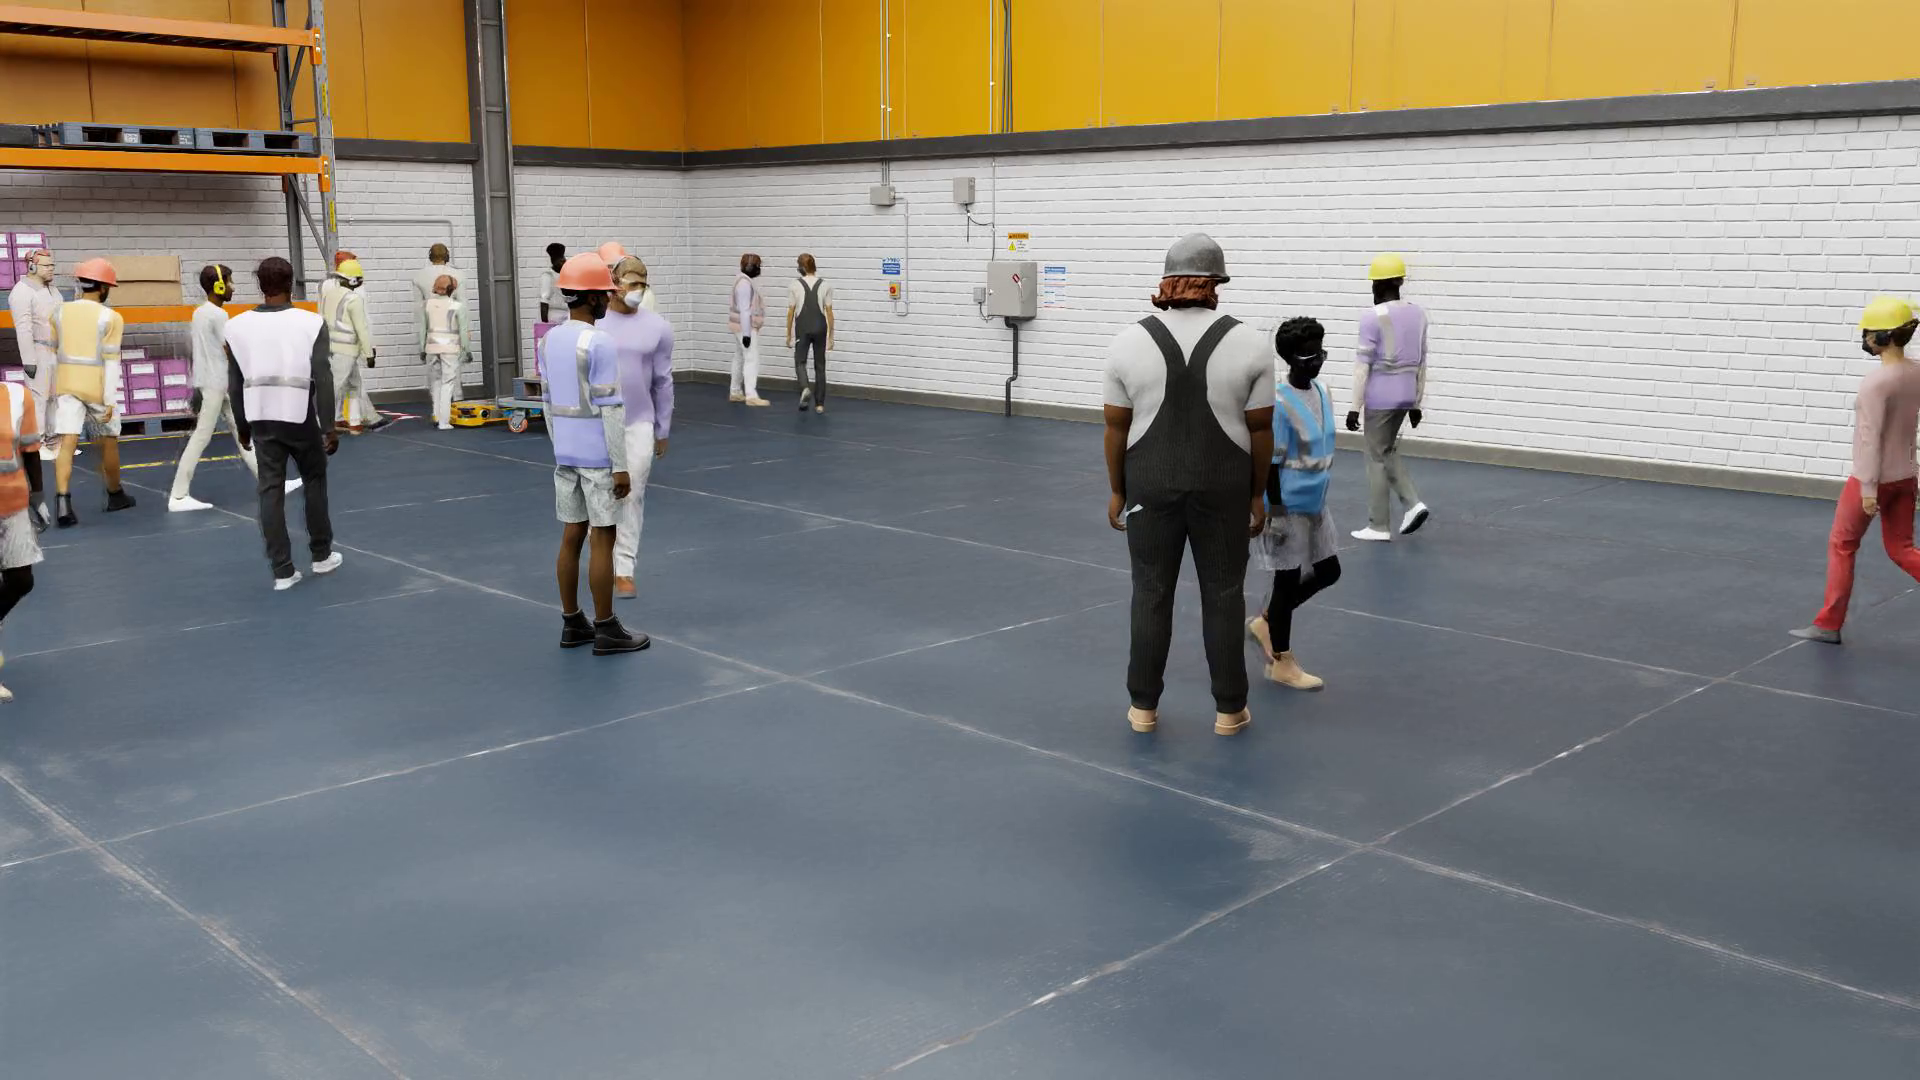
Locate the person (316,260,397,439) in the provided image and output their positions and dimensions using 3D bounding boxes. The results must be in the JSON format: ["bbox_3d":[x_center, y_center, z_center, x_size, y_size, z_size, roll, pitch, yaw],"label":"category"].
[{"bbox_3d":[-6.154,-1.921,16.745,0.604,1.774,0.943,10,14,43],"label":"person"}]

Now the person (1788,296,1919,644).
[{"bbox_3d":[4.509,-0.302,8.016,0.525,1.743,0.786,-6,12,-30],"label":"person"}]

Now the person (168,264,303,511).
[{"bbox_3d":[-5.475,-1.133,12.396,1.020,1.796,0.501,-7,13,-35],"label":"person"}]

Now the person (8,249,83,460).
[{"bbox_3d":[-8.281,-1.673,15.077,0.398,1.900,0.635,0,10,-1],"label":"person"}]

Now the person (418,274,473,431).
[{"bbox_3d":[-5.359,-1.957,17.381,0.526,1.621,0.554,3,11,14],"label":"person"}]

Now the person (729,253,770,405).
[{"bbox_3d":[-2.552,-2.534,20.004,0.445,1.827,0.646,-2,11,-10],"label":"person"}]

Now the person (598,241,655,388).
[{"bbox_3d":[-2.705,-1.370,13.192,0.638,1.975,0.516,-2,11,-13],"label":"person"}]

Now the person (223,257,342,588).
[{"bbox_3d":[-3.932,-0.702,9.768,0.628,1.888,0.818,-1,10,-5],"label":"person"}]

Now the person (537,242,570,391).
[{"bbox_3d":[-4.845,-2.578,19.884,0.467,1.947,0.788,1,10,7],"label":"person"}]

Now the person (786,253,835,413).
[{"bbox_3d":[-1.682,-2.332,18.849,0.555,1.822,0.512,-2,11,-12],"label":"person"}]

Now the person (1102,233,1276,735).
[{"bbox_3d":[0.931,-0.228,6.789,0.684,2.000,0.535,2,11,11],"label":"person"}]

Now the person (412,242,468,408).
[{"bbox_3d":[-6.059,-2.505,19.482,0.629,1.939,0.363,0,10,0],"label":"person"}]

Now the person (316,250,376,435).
[{"bbox_3d":[-6.274,-2.005,16.960,0.631,1.867,0.427,5,12,27],"label":"person"}]

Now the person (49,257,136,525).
[{"bbox_3d":[-6.202,-1.065,11.834,0.557,1.876,1.036,-1,10,-7],"label":"person"}]

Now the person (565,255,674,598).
[{"bbox_3d":[-1.945,-0.649,9.426,0.662,1.917,0.646,-4,11,-22],"label":"person"}]

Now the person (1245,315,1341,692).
[{"bbox_3d":[1.461,-0.153,7.347,0.397,1.677,0.561,9,13,39],"label":"person"}]

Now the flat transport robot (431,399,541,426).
[{"bbox_3d":[-4.953,-1.419,18.113,0.652,0.197,1.431,9,14,40],"label":"flat transport robot"}]

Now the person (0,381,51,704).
[{"bbox_3d":[-4.333,-0.142,7.307,0.516,1.676,0.556,8,13,38],"label":"person"}]

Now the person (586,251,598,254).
[{"bbox_3d":[-3.907,-2.232,18.259,1.050,1.851,0.658,3,11,15],"label":"person"}]

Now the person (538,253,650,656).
[{"bbox_3d":[-1.784,-0.409,8.058,0.543,1.939,0.356,9,14,40],"label":"person"}]

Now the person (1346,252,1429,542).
[{"bbox_3d":[2.816,-0.929,10.975,0.594,1.913,0.436,-9,13,-39],"label":"person"}]
